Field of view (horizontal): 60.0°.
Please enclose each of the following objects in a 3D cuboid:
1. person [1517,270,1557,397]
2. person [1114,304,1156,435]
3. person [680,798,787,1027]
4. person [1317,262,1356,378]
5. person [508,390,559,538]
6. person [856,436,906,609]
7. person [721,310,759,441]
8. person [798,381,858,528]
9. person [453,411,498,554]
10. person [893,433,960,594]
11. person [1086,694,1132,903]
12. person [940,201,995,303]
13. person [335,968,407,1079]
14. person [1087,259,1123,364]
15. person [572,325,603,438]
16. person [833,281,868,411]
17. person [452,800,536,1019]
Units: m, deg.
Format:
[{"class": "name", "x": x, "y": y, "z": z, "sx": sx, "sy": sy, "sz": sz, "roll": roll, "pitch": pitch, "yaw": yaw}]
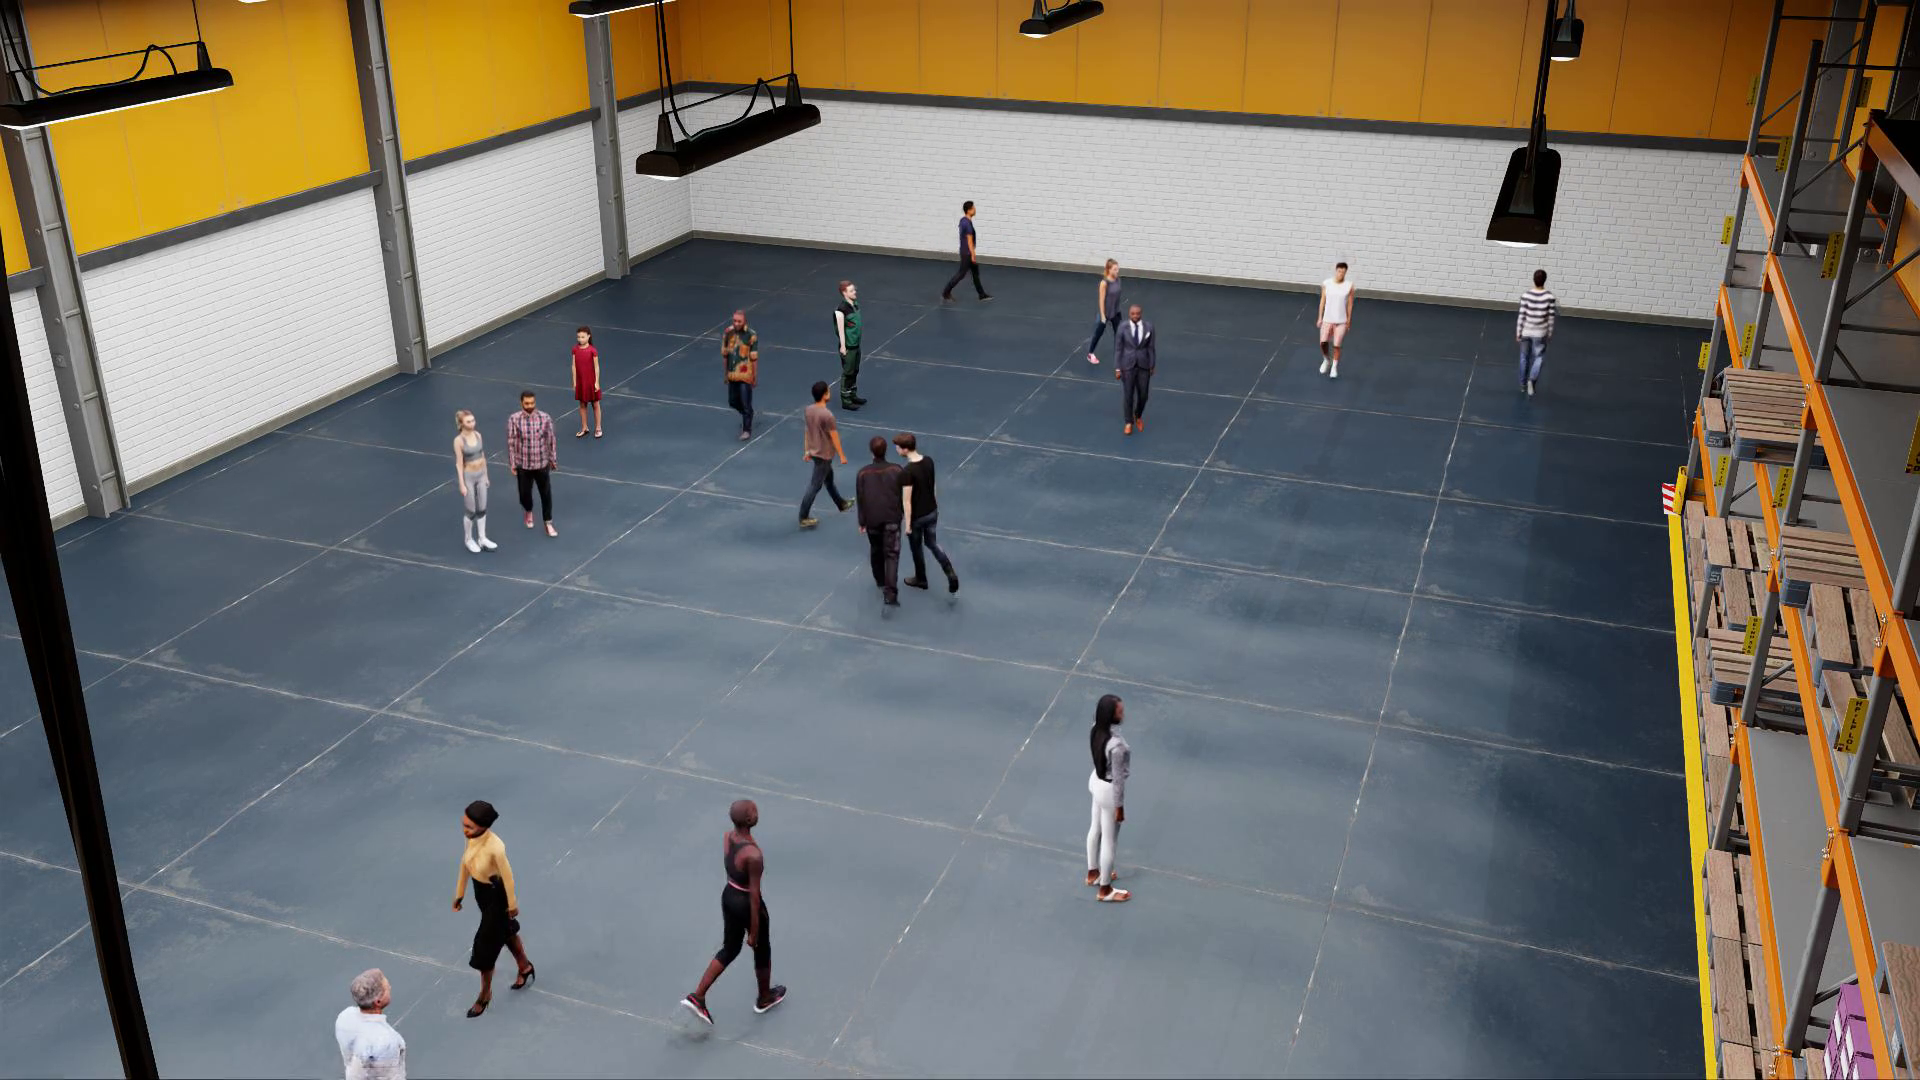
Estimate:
[{"class": "person", "x": 8.297, "y": -2.964, "z": 24.024, "sx": 0.674, "sy": 1.834, "sz": 0.981, "roll": 9, "pitch": 25, "yaw": 20}, {"class": "person", "x": 2.379, "y": -2.358, "z": 22.672, "sx": 0.778, "sy": 1.808, "sz": 0.724, "roll": 1, "pitch": 24, "yaw": 2}, {"class": "person", "x": -1.575, "y": 2.589, "z": 11.448, "sx": 1.105, "sy": 1.732, "sz": 0.880, "roll": -18, "pitch": 30, "yaw": -36}, {"class": "person", "x": 5.635, "y": -3.323, "z": 24.924, "sx": 0.652, "sy": 1.772, "sz": 0.665, "roll": 8, "pitch": 25, "yaw": 18}, {"class": "person", "x": -5.007, "y": -0.924, "z": 19.458, "sx": 0.925, "sy": 1.753, "sz": 0.991, "roll": -9, "pitch": 25, "yaw": -19}, {"class": "person", "x": -0.806, "y": -0.160, "z": 17.658, "sx": 0.979, "sy": 1.795, "sz": 1.307, "roll": 2, "pitch": 24, "yaw": 4}, {"class": "person", "x": -2.914, "y": -2.261, "z": 22.467, "sx": 0.676, "sy": 1.794, "sz": 0.748, "roll": 9, "pitch": 25, "yaw": 20}, {"class": "person", "x": -1.712, "y": -0.964, "z": 19.583, "sx": 1.198, "sy": 1.727, "sz": 1.020, "roll": -16, "pitch": 28, "yaw": -32}, {"class": "person", "x": -5.573, "y": -0.681, "z": 18.969, "sx": 0.660, "sy": 1.700, "sz": 0.555, "roll": 14, "pitch": 27, "yaw": 28}, {"class": "person", "x": -0.343, "y": -0.242, "z": 17.777, "sx": 1.117, "sy": 1.851, "sz": 1.064, "roll": -20, "pitch": 31, "yaw": -38}, {"class": "person", "x": 1.143, "y": 1.974, "z": 12.869, "sx": 0.728, "sy": 1.722, "sz": 0.636, "roll": -6, "pitch": 24, "yaw": -14}, {"class": "person", "x": 0.037, "y": -4.912, "z": 28.585, "sx": 1.041, "sy": 1.750, "sz": 1.212, "roll": -2, "pitch": 24, "yaw": -4}, {"class": "person", "x": -3.453, "y": 3.330, "z": 9.676, "sx": 0.871, "sy": 1.793, "sz": 1.202, "roll": 15, "pitch": 28, "yaw": 31}, {"class": "person", "x": 2.201, "y": -3.416, "z": 25.264, "sx": 1.170, "sy": 1.669, "sz": 1.095, "roll": -16, "pitch": 28, "yaw": -32}, {"class": "person", "x": -5.061, "y": -2.171, "z": 22.559, "sx": 0.598, "sy": 1.556, "sz": 0.660, "roll": 3, "pitch": 24, "yaw": 6}, {"class": "person", "x": -1.562, "y": -2.780, "z": 23.592, "sx": 0.692, "sy": 1.844, "sz": 0.522, "roll": 8, "pitch": 25, "yaw": 17}, {"class": "person", "x": -3.210, "y": 2.517, "z": 11.736, "sx": 0.913, "sy": 1.634, "sz": 0.775, "roll": -21, "pitch": 31, "yaw": -39}]
